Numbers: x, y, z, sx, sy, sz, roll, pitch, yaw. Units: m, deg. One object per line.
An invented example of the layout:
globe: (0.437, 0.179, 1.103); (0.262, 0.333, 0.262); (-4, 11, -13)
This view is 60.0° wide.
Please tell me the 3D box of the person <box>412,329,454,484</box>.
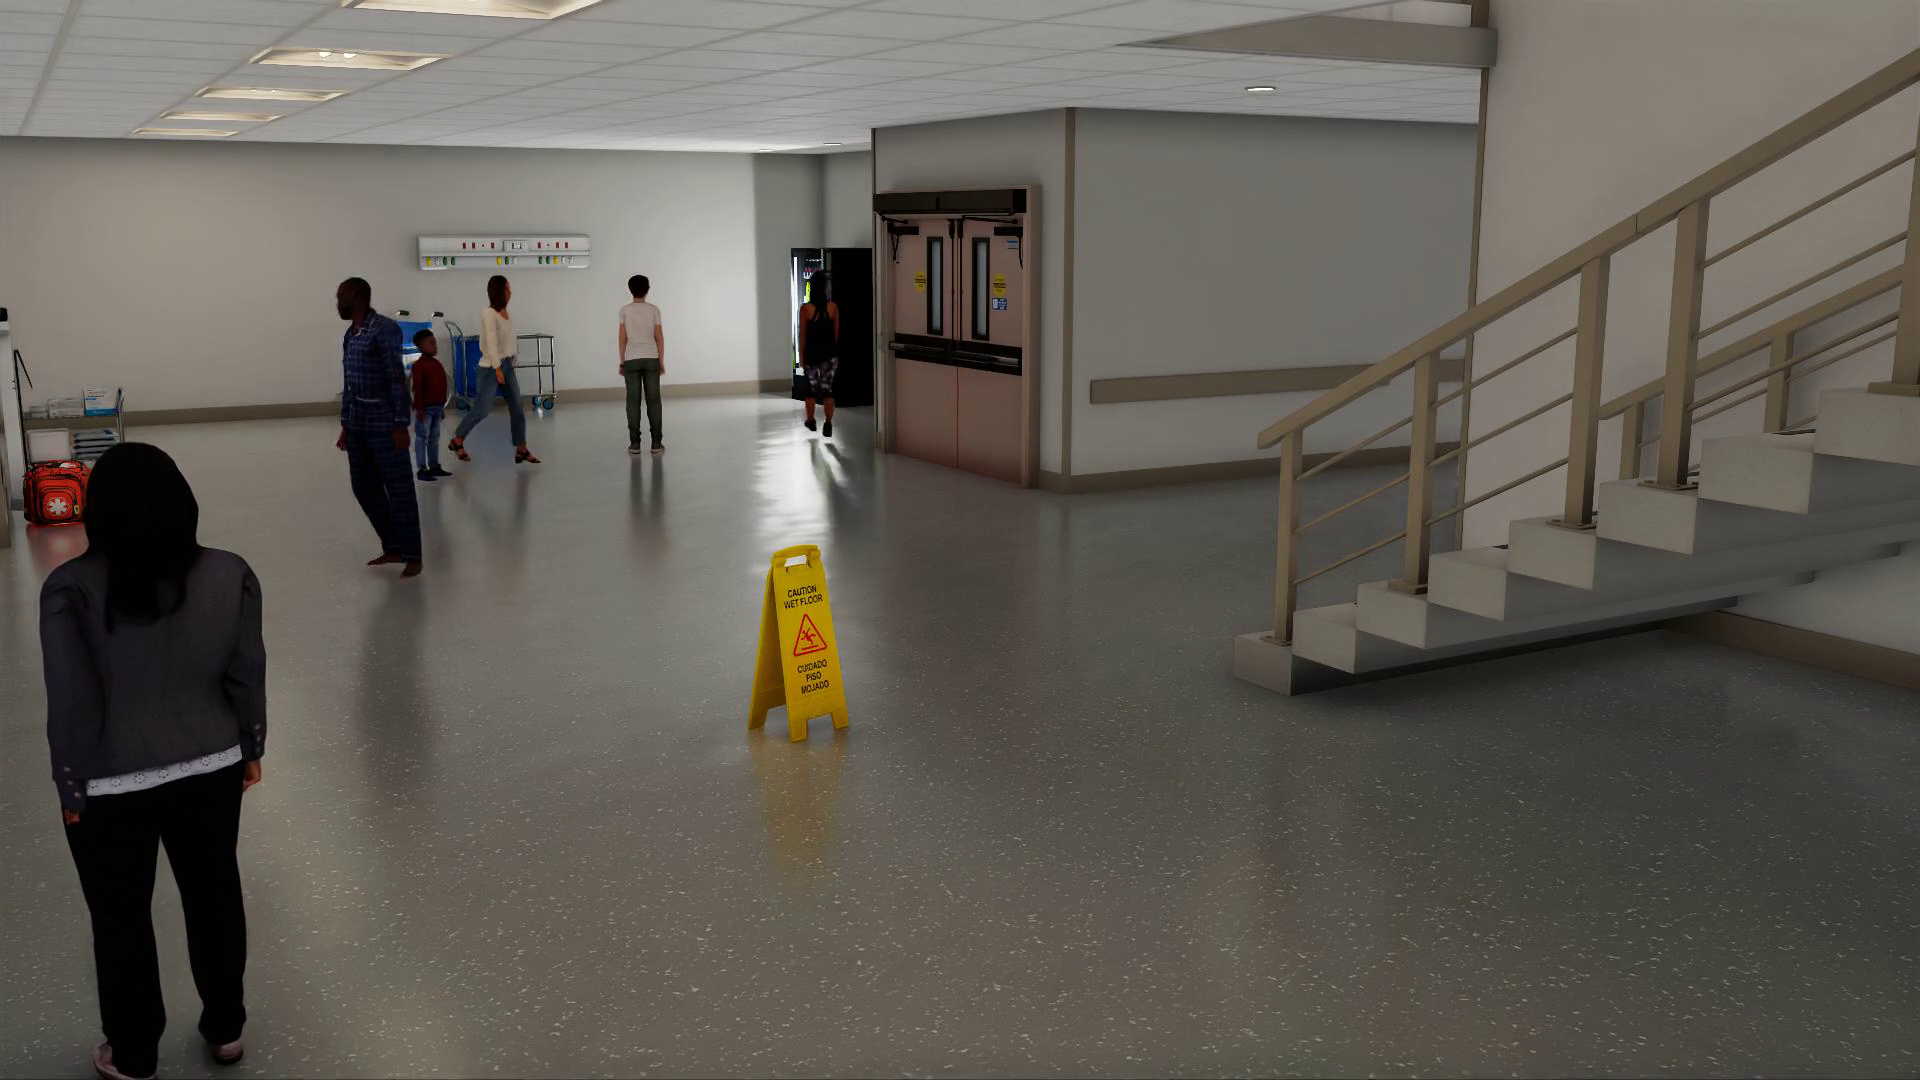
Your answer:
person: (-4.428, -1.122, 13.845); (0.637, 1.255, 0.580); (3, 11, 16)

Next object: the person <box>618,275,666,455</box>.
person: (-2.976, -1.645, 15.534); (0.649, 1.654, 0.631); (-2, 11, -11)

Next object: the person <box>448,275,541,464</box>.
person: (-4.145, -1.456, 14.568); (1.104, 1.642, 1.057); (2, 11, 12)

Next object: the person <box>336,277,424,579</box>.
person: (-3.523, -0.694, 10.132); (0.670, 1.800, 0.872); (5, 12, 26)

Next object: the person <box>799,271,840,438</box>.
person: (-1.351, -1.802, 16.442); (0.812, 1.624, 1.181); (-2, 11, -13)

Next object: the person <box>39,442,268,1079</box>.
person: (-1.981, 0.554, 4.094); (0.742, 1.598, 0.739); (11, 15, 44)
